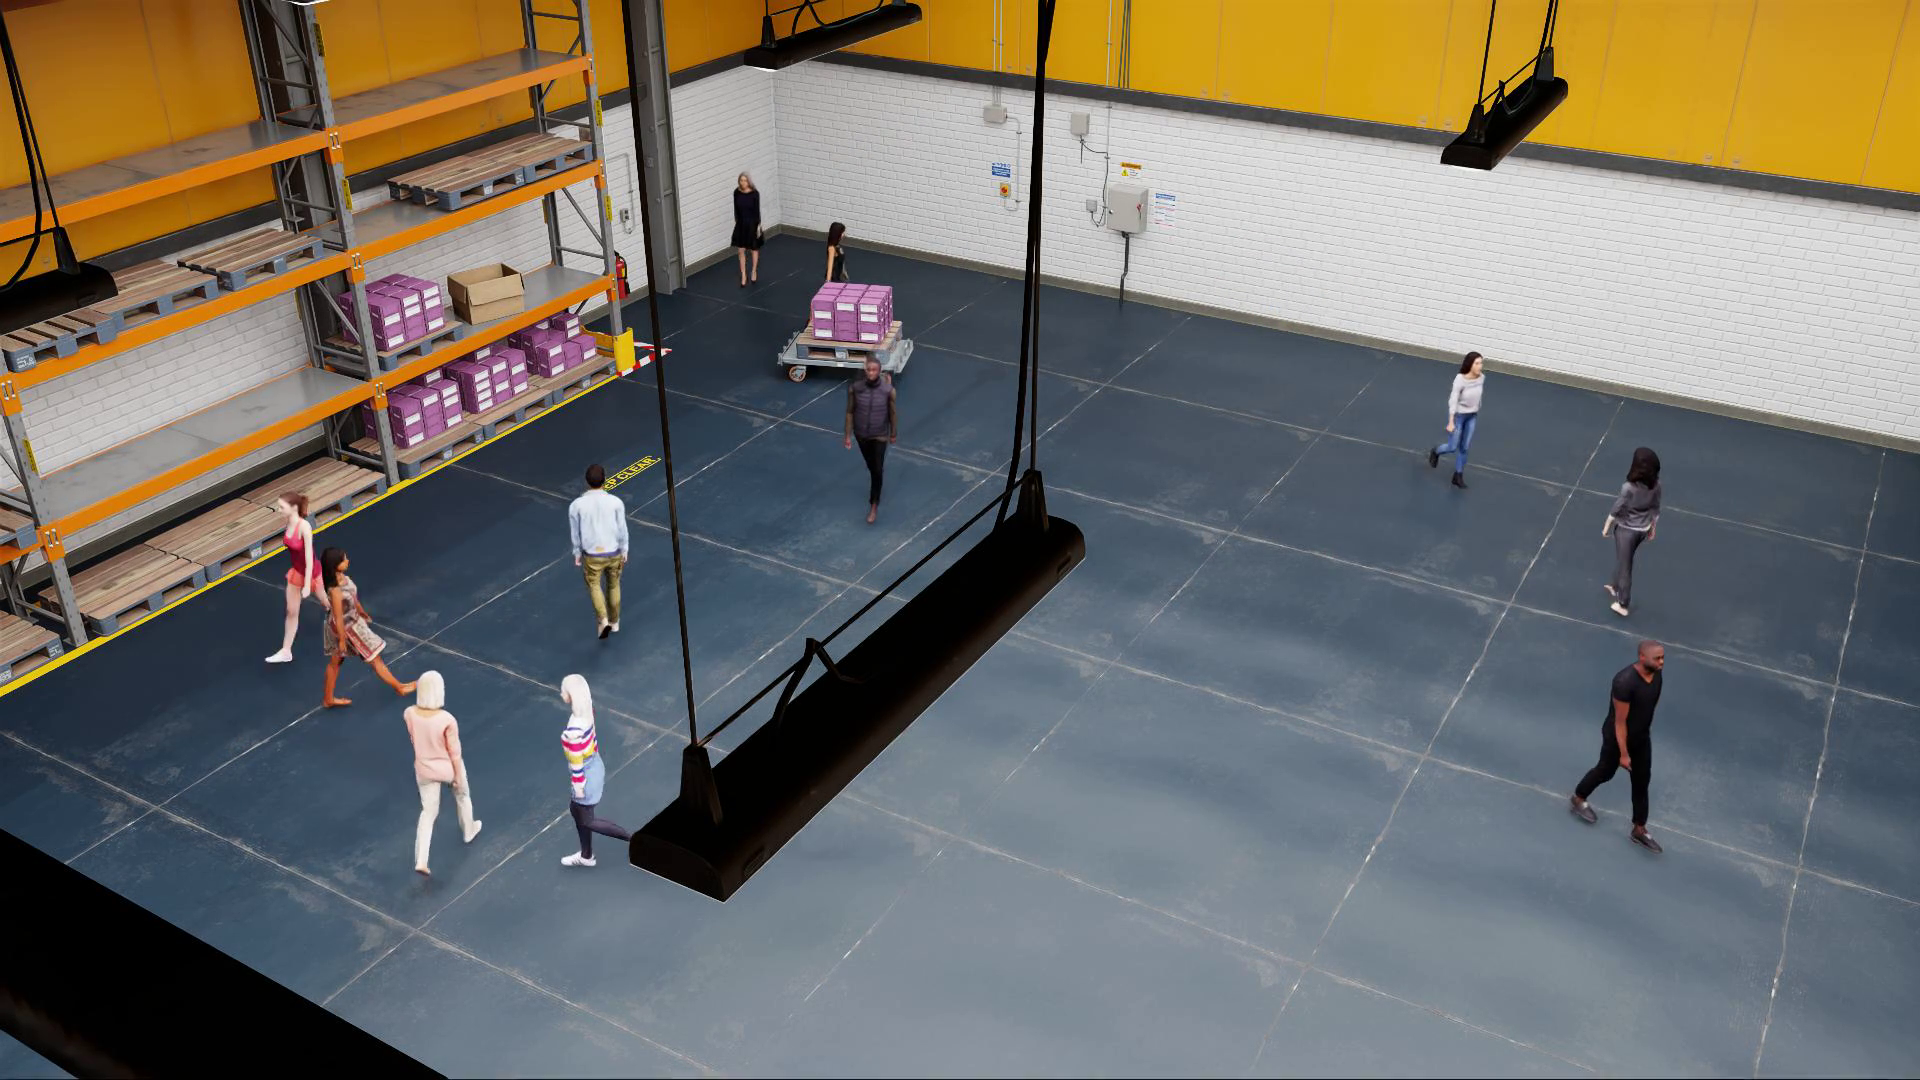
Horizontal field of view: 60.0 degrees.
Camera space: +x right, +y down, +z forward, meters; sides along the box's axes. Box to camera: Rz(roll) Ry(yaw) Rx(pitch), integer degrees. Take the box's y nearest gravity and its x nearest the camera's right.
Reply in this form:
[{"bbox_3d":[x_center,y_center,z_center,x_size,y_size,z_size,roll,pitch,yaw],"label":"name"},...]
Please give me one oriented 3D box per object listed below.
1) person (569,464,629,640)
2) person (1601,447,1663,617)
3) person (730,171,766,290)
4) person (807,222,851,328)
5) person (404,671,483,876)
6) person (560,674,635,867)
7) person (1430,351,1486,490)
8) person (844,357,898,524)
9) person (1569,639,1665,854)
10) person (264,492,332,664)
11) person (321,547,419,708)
[{"bbox_3d":[-3.404,0.155,15.793,0.985,1.796,1.046,-7,29,-13],"label":"person"},{"bbox_3d":[6.599,-0.037,16.199,0.871,1.744,0.934,-7,29,-12],"label":"person"},{"bbox_3d":[-3.111,-4.625,24.623,0.721,1.731,0.848,7,29,12],"label":"person"},{"bbox_3d":[-1.811,-3.537,22.772,0.985,1.594,1.109,1,29,2],"label":"person"},{"bbox_3d":[-4.077,1.813,12.856,0.866,1.697,1.154,4,29,7],"label":"person"},{"bbox_3d":[-2.788,1.804,12.778,1.006,1.788,1.033,-1,29,-1],"label":"person"},{"bbox_3d":[5.626,-1.391,18.809,0.895,1.621,0.923,-12,31,-21],"label":"person"},{"bbox_3d":[-0.949,-1.164,18.216,0.928,1.790,1.269,6,29,12],"label":"person"},{"bbox_3d":[5.224,1.561,13.231,1.130,1.781,1.097,-14,32,-24],"label":"person"},{"bbox_3d":[-6.022,0.314,15.585,0.629,1.716,1.085,19,34,31],"label":"person"},{"bbox_3d":[-5.548,0.815,14.786,1.172,1.600,1.029,-12,31,-20],"label":"person"}]
